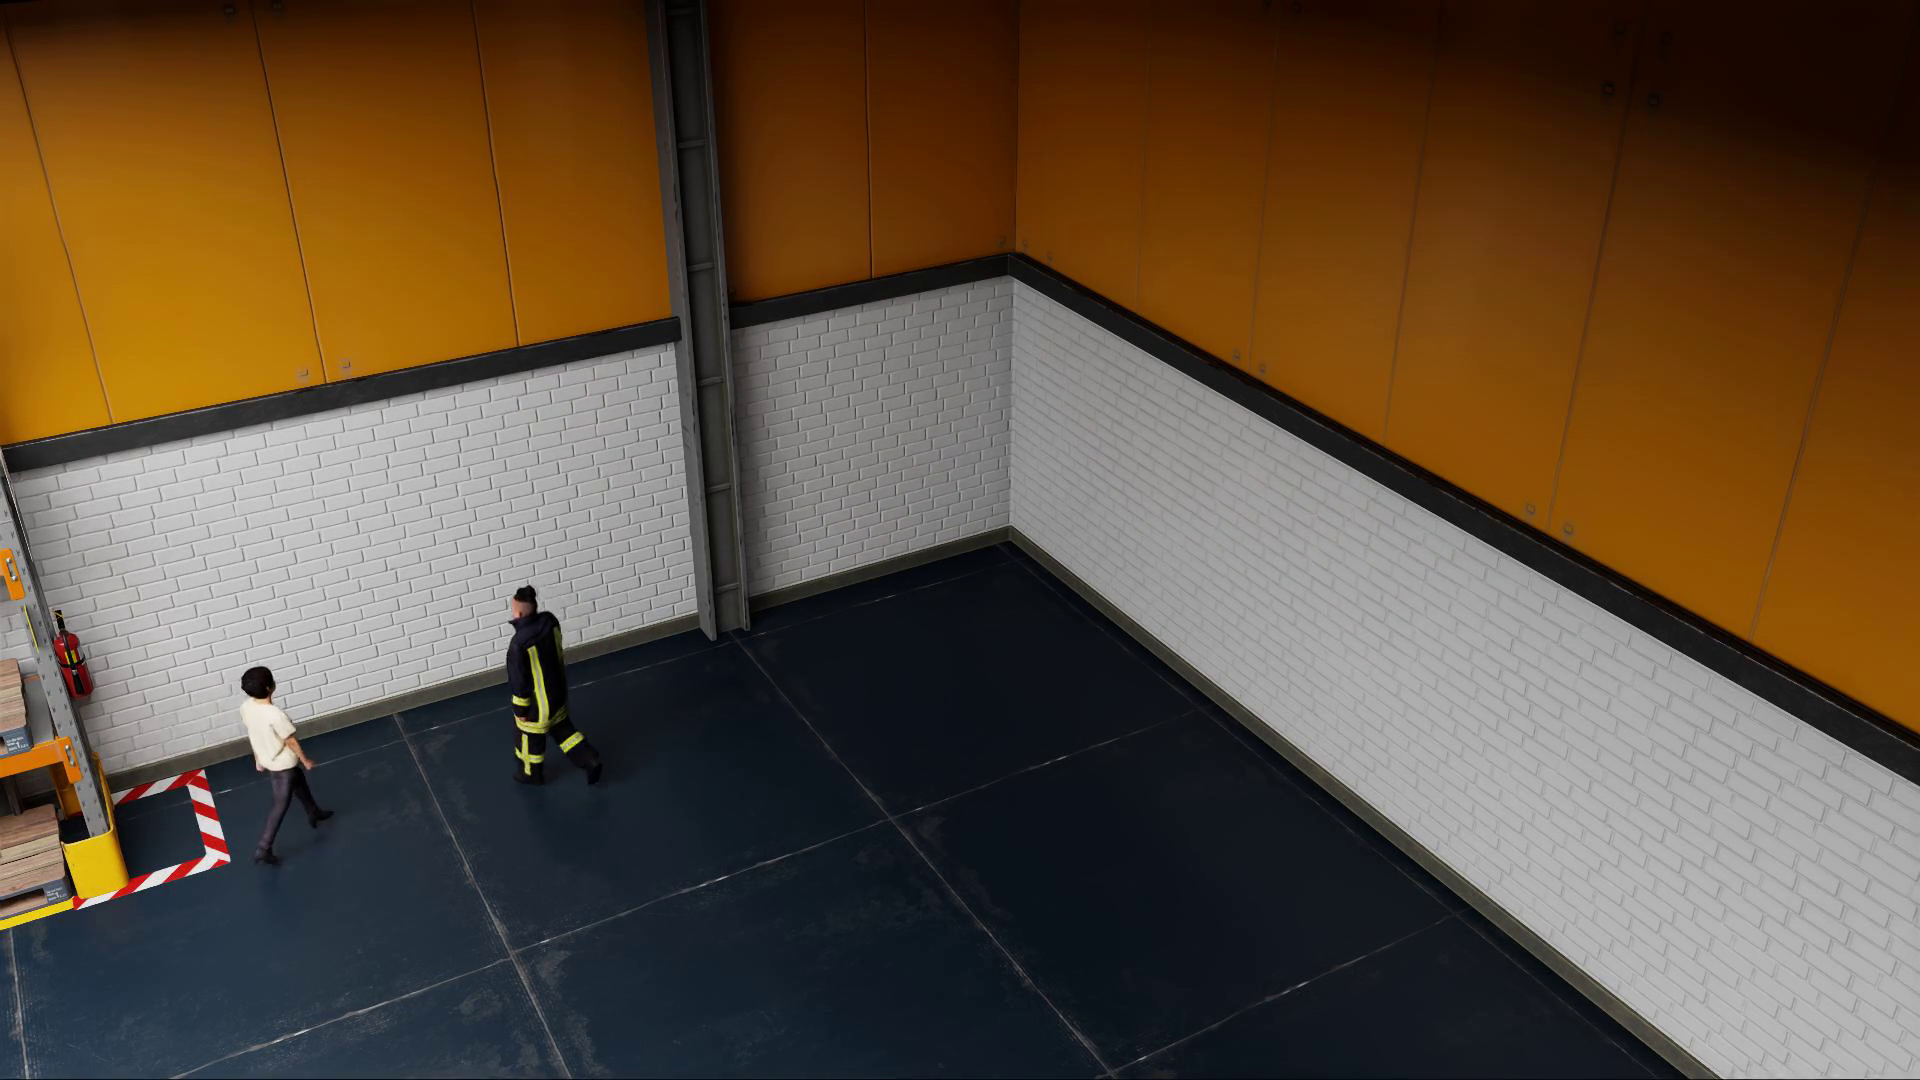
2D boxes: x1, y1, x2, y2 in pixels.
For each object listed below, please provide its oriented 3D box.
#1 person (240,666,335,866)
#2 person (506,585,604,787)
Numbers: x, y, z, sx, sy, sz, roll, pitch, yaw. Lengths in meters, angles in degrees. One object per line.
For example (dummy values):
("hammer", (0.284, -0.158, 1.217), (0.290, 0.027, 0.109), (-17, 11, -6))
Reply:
("person", (-5.038, 1.676, 12.183), (0.872, 1.550, 1.092), (18, 33, 29))
("person", (-3.188, 1.158, 12.829), (1.090, 1.840, 1.093), (14, 32, 24))
